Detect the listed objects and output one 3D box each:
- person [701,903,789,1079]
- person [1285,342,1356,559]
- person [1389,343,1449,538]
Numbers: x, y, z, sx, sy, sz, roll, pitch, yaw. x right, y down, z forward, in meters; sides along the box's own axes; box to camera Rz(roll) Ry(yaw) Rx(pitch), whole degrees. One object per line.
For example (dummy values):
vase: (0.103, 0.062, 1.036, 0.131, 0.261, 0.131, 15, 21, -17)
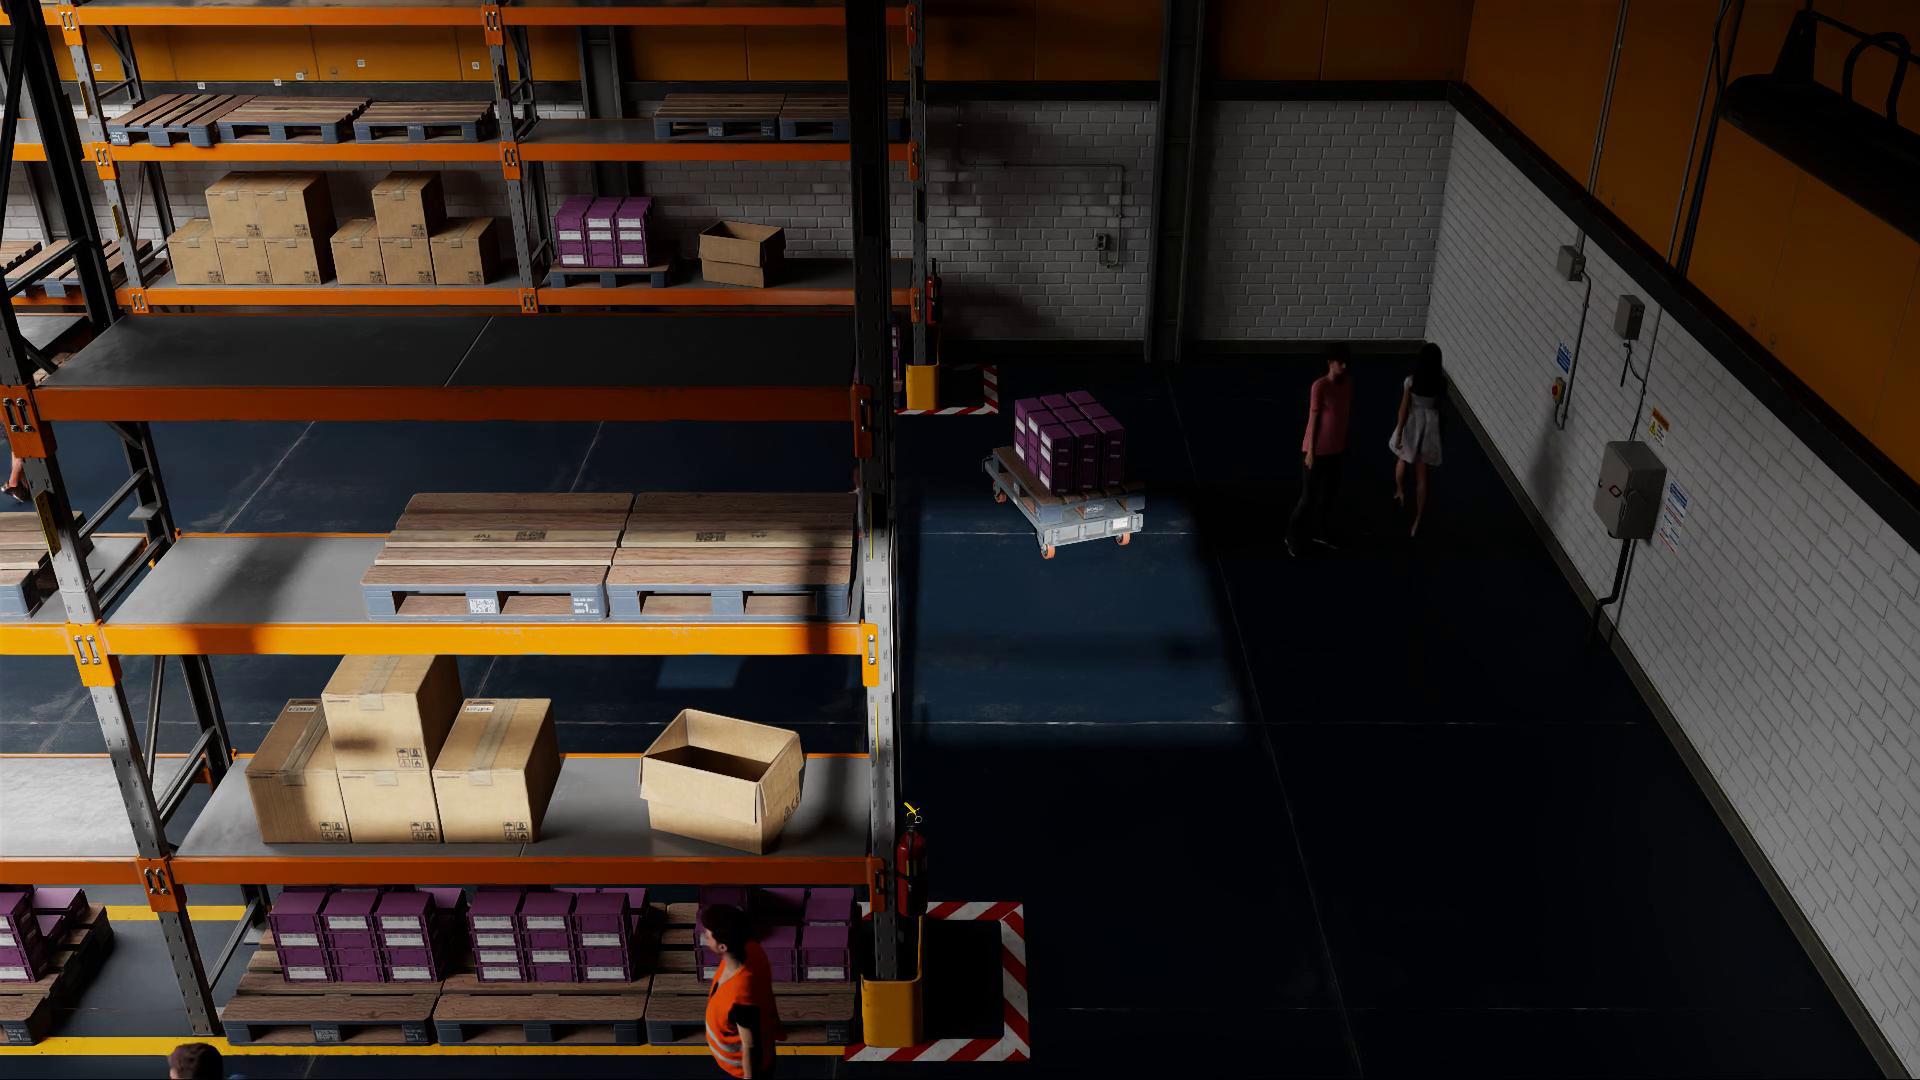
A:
person: (-1.055, 2.569, 8.337, 0.682, 1.881, 0.719, -5, 29, -9)
person: (3.158, -0.814, 14.454, 0.759, 1.962, 0.853, -21, 35, -33)
person: (4.101, -0.848, 14.769, 1.135, 1.721, 0.727, 2, 29, 4)
